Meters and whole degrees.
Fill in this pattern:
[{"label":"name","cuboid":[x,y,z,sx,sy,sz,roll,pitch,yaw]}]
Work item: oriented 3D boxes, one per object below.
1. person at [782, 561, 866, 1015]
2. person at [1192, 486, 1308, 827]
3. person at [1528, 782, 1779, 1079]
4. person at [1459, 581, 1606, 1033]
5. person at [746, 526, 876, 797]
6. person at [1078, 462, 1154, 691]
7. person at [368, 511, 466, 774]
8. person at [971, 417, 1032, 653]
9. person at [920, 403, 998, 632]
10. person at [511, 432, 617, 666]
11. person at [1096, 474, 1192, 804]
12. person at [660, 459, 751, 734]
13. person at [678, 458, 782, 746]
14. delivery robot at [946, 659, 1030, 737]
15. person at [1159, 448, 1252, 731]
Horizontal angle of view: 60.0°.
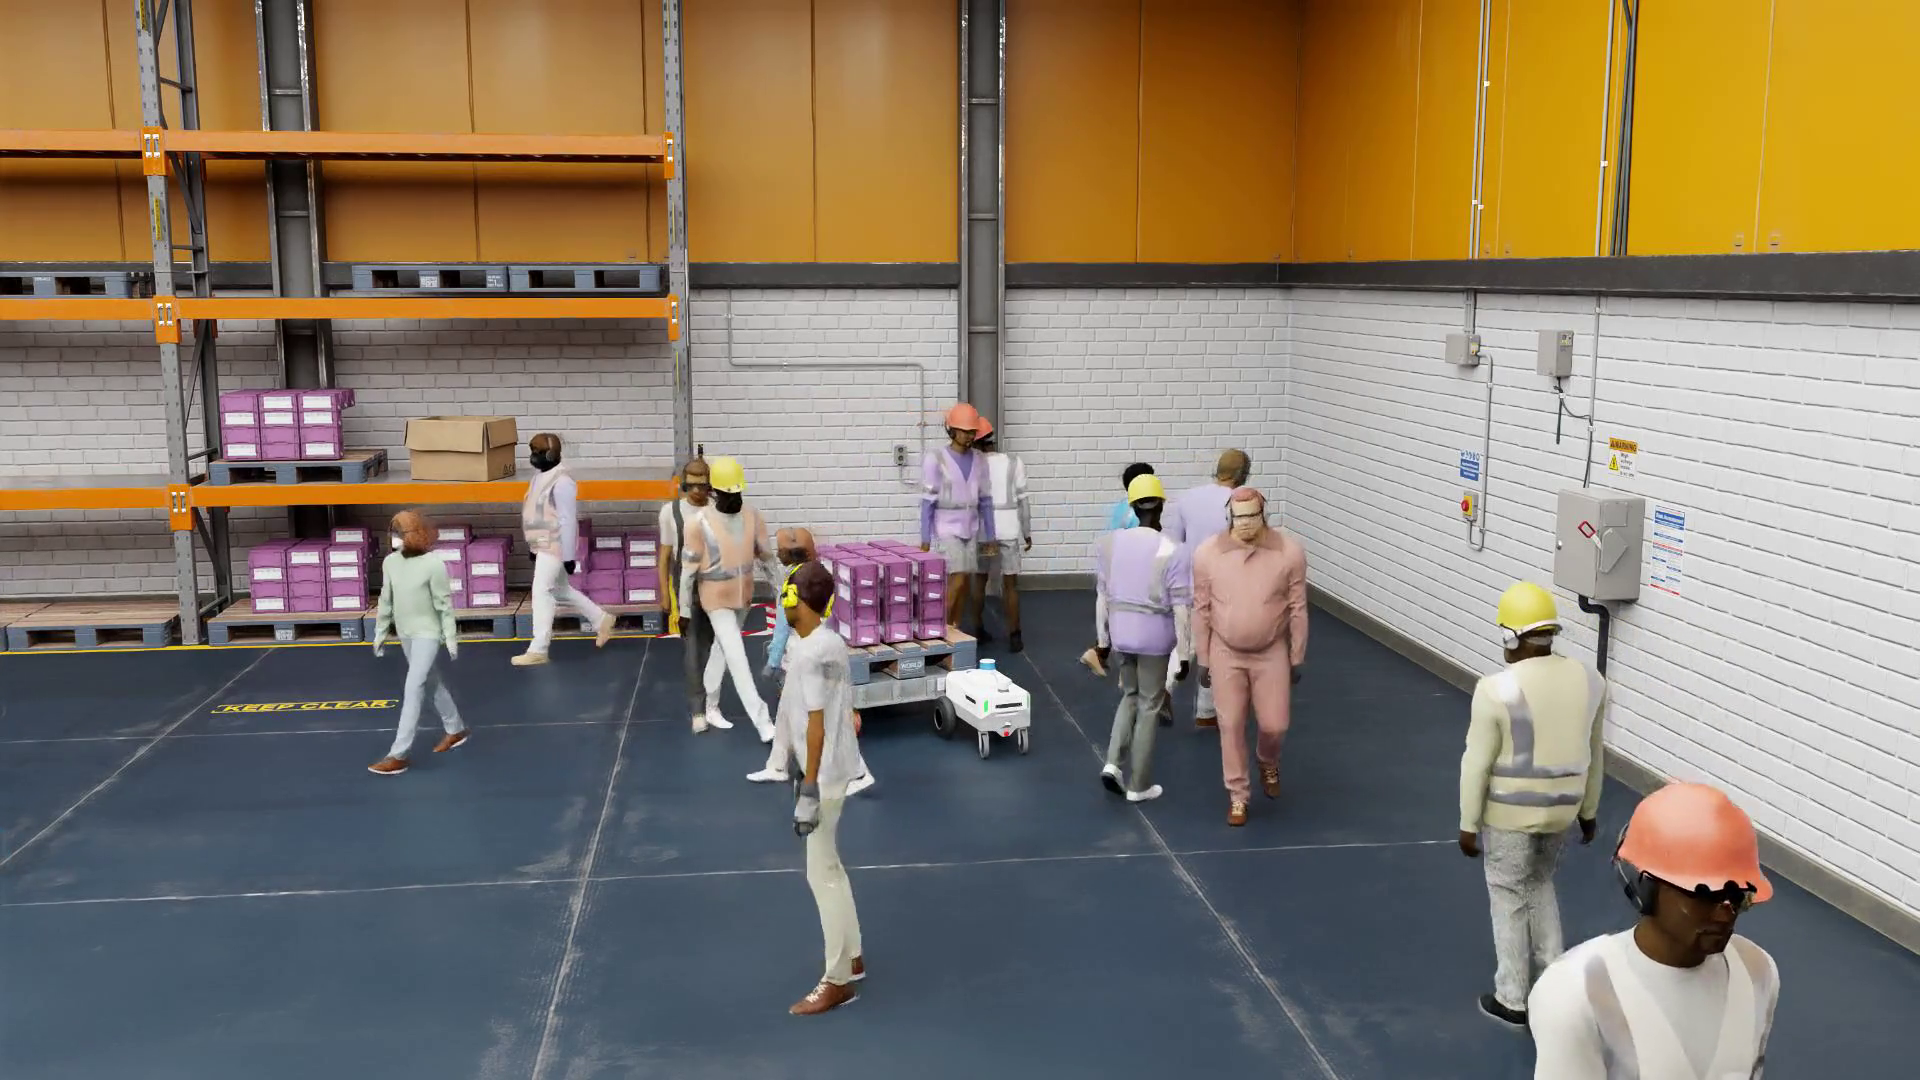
[{"label":"person","cuboid":[-0.584,1.018,6.936,0.360,1.844,0.594,0,9,2]},{"label":"person","cuboid":[1.597,0.621,9.223,0.639,1.886,0.505,2,9,12]},{"label":"person","cuboid":[1.456,1.465,3.620,0.616,2.006,1.027,-2,9,-14]},{"label":"person","cuboid":[2.261,1.066,6.652,0.616,1.816,0.424,-3,10,-18]},{"label":"person","cuboid":[-0.856,0.701,9.629,0.812,1.596,0.508,1,9,8]},{"label":"person","cuboid":[1.172,0.269,12.054,0.446,1.677,0.564,-2,9,-11]},{"label":"person","cuboid":[-3.363,0.604,10.269,0.523,1.584,0.875,5,11,30]},{"label":"person","cuboid":[0.277,-0.054,13.426,0.594,1.887,0.515,1,9,5]},{"label":"person","cuboid":[0.015,-0.054,12.993,0.627,2.024,0.516,-7,11,-37]},{"label":"person","cuboid":[-3.116,0.051,13.007,0.814,1.819,0.623,-4,10,-25]},{"label":"person","cuboid":[1.061,0.574,9.490,0.608,1.891,0.419,7,11,37]},{"label":"person","cuboid":[-1.692,0.362,11.073,0.552,1.799,0.837,-3,10,-19]},{"label":"person","cuboid":[-1.440,0.385,10.767,0.991,1.855,0.718,9,12,43]},{"label":"delivery robot","cuboid":[0.176,1.007,10.664,0.477,0.478,0.707,-3,10,-21]},{"label":"person","cuboid":[1.596,0.355,10.846,0.647,1.900,0.690,-8,12,-43]}]
